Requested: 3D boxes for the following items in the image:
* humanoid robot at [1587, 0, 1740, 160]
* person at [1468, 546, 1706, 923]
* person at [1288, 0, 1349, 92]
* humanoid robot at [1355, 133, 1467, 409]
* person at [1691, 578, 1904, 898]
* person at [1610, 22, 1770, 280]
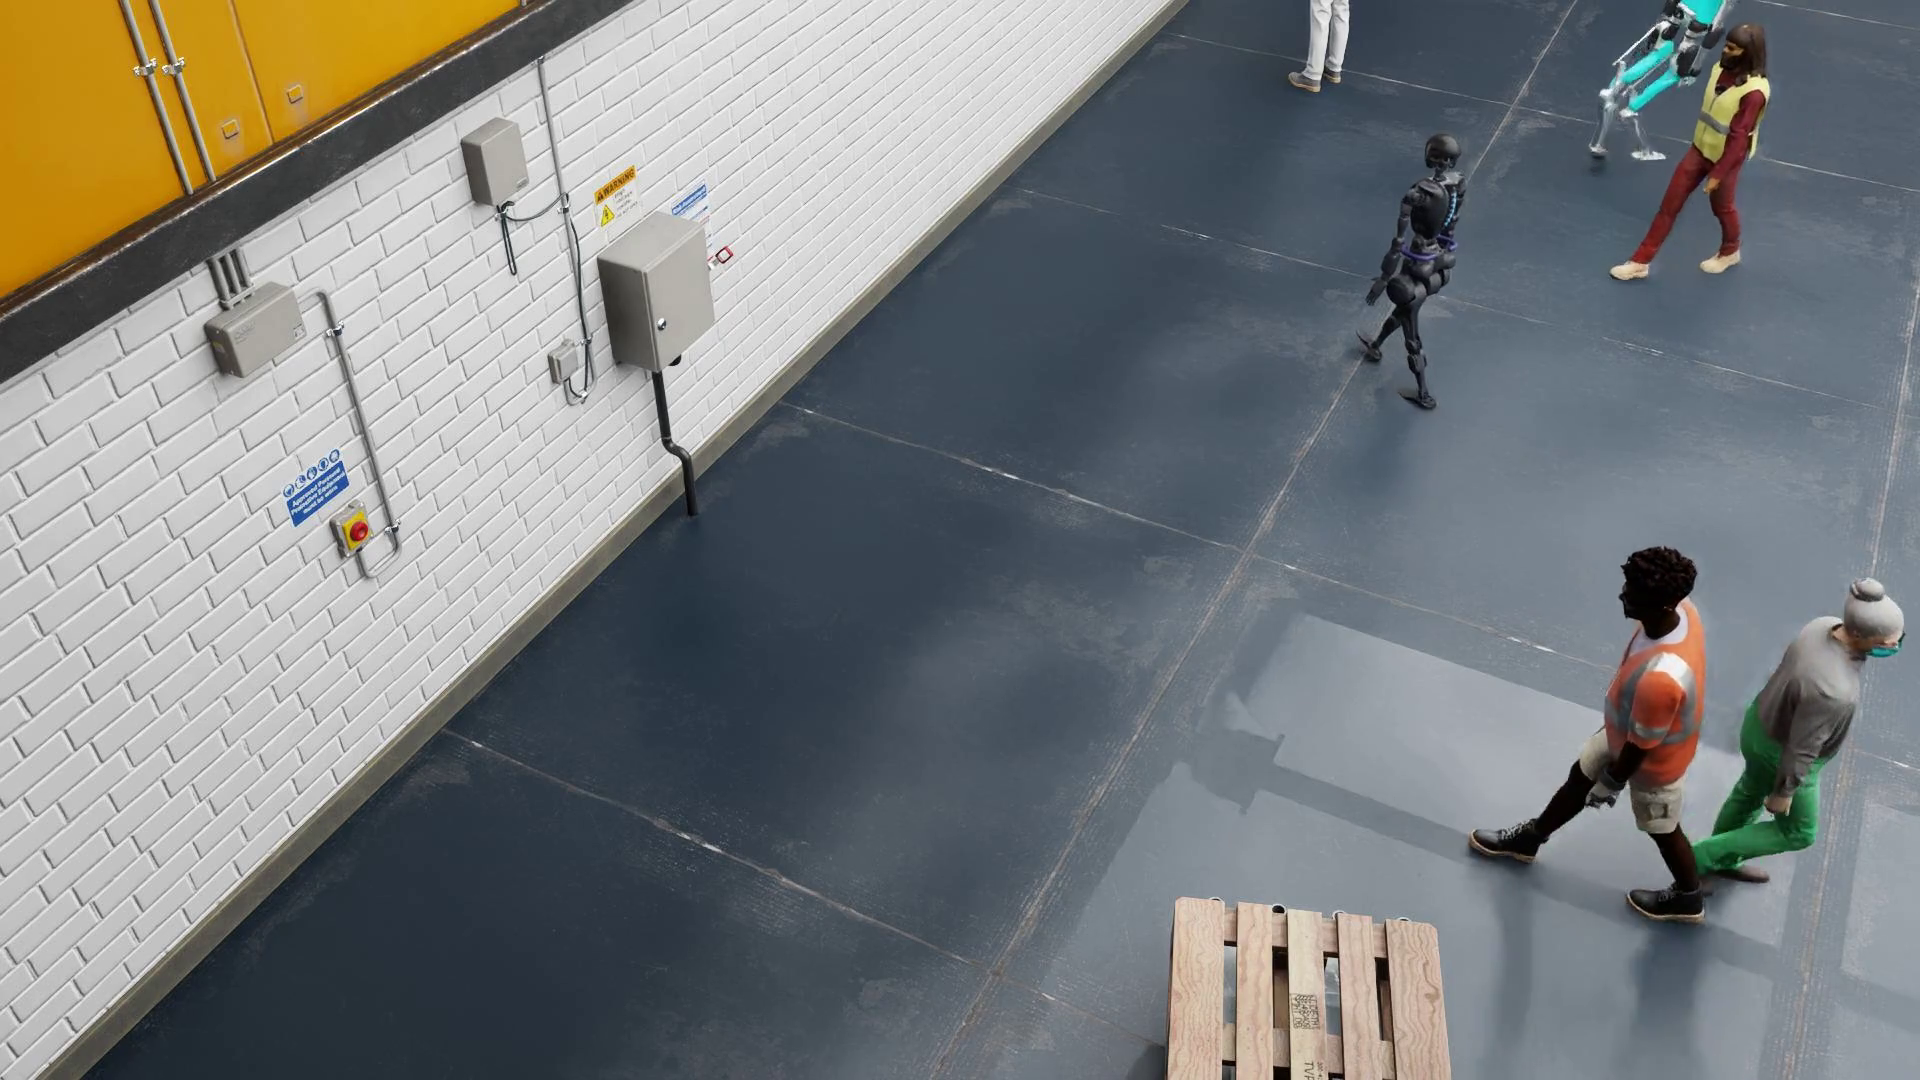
[{"bbox_3d":[4.832,-3.330,11.589,0.951,1.759,0.602,-18,44,-19],"label":"humanoid robot"},{"bbox_3d":[2.746,0.806,6.667,0.991,1.893,0.617,12,42,14],"label":"person"},{"bbox_3d":[2.838,-4.359,12.655,0.584,1.882,0.344,-27,48,-28],"label":"person"},{"bbox_3d":[2.613,-1.598,9.642,0.591,1.627,0.763,-27,48,-28],"label":"humanoid robot"},{"bbox_3d":[3.340,0.823,6.681,0.434,1.833,0.553,8,41,9],"label":"person"},{"bbox_3d":[4.795,-2.435,10.549,0.918,1.730,0.480,-13,42,-15],"label":"person"}]
